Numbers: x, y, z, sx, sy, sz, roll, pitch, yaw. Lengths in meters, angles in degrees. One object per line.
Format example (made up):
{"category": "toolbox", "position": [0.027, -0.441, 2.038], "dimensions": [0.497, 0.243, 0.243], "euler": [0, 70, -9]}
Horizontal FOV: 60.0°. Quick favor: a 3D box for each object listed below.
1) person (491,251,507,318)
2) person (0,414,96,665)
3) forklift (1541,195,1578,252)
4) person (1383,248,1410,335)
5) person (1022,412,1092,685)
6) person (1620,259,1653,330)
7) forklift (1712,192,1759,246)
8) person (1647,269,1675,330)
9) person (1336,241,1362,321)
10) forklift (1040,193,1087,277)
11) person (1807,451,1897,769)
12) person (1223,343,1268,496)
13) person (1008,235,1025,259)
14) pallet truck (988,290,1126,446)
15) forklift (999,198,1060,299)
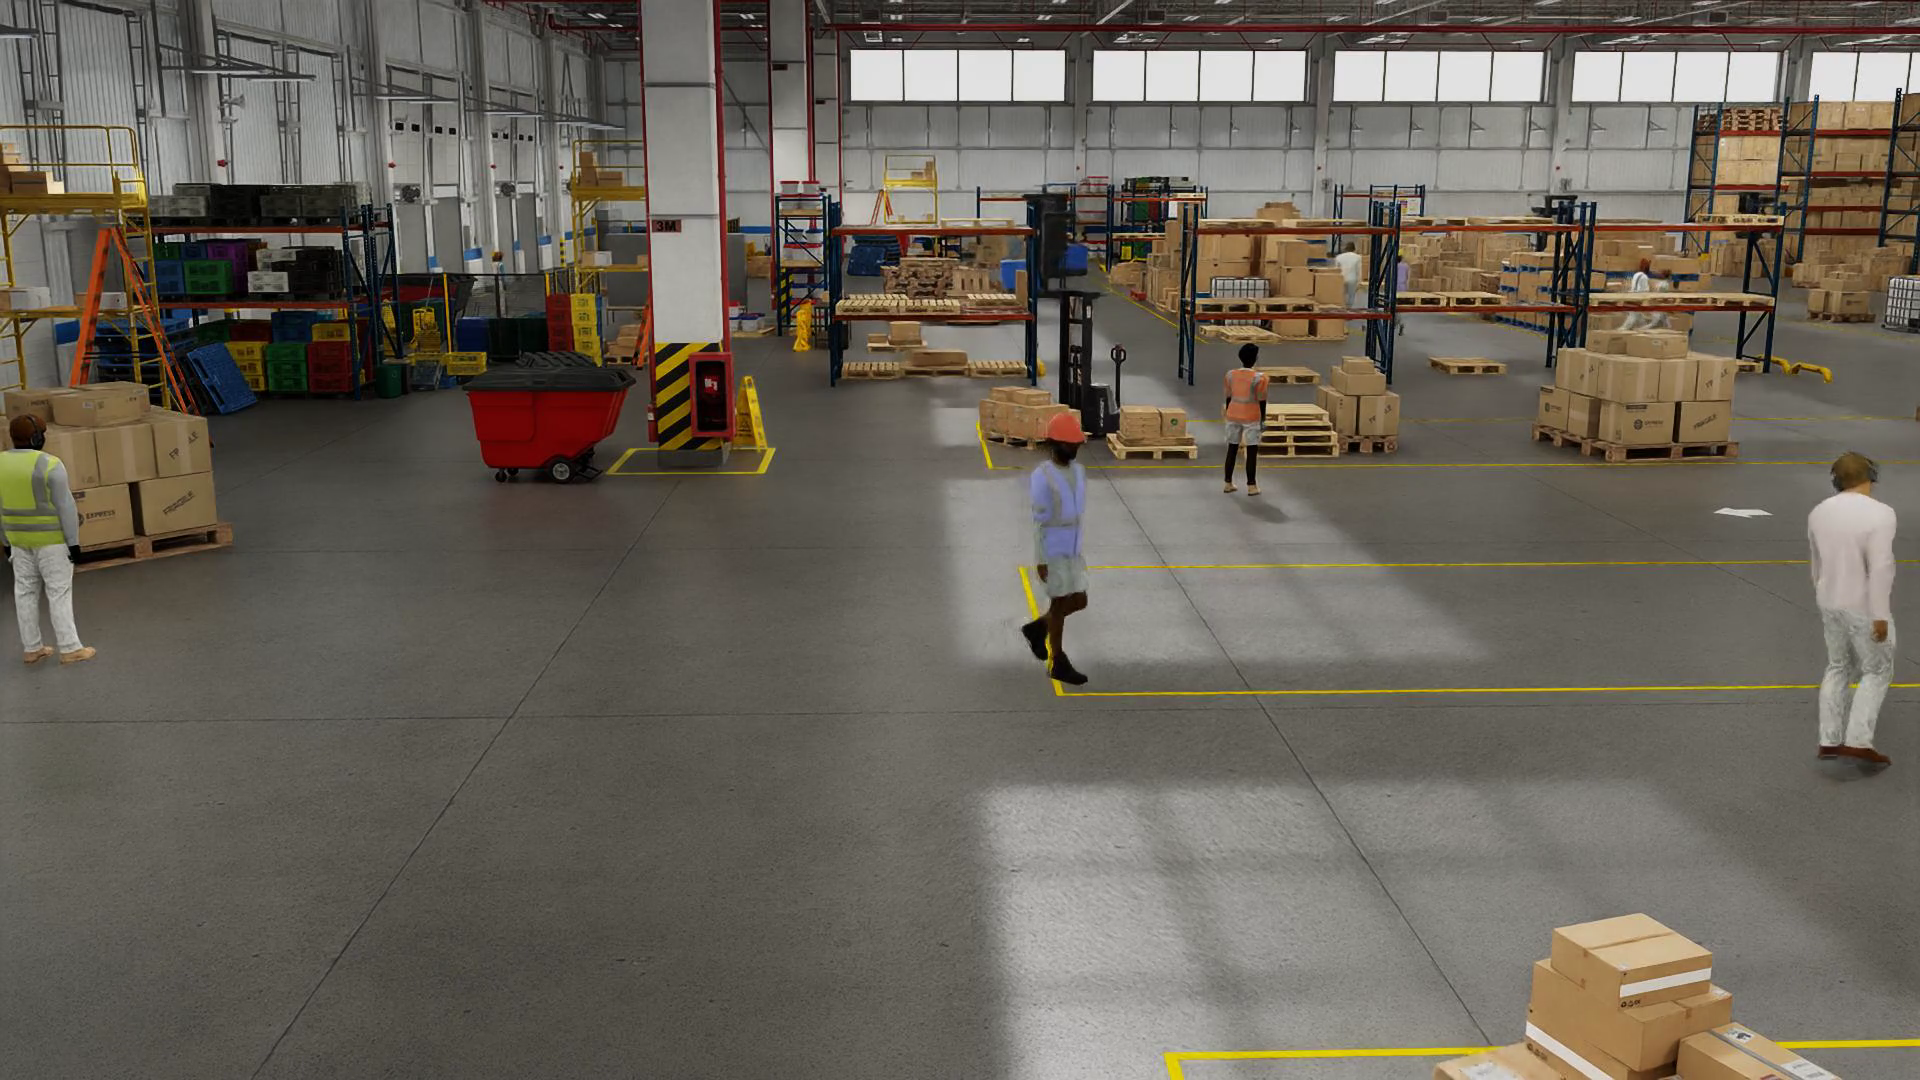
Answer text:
{"category": "person", "position": [-11.316, -6.260, 40.839], "dimensions": [0.314, 1.633, 0.519], "euler": [-11, 17, -42]}
{"category": "person", "position": [-6.672, 0.001, 12.081], "dimensions": [0.633, 1.843, 0.429], "euler": [2, 13, 7]}
{"category": "forklift", "position": [18.945, -9.513, 52.671], "dimensions": [1.129, 2.768, 1.873], "euler": [0, 12, -2]}
{"category": "person", "position": [9.651, -5.484, 36.721], "dimensions": [0.595, 1.902, 0.812], "euler": [-3, 13, -12]}
{"category": "person", "position": [0.664, 0.045, 11.703], "dimensions": [0.569, 1.921, 0.550], "euler": [12, 17, 43]}
{"category": "person", "position": [13.654, -4.740, 33.542], "dimensions": [0.942, 1.842, 0.562], "euler": [2, 13, 10]}
{"category": "forklift", "position": [28.505, -11.229, 60.418], "dimensions": [1.873, 2.768, 1.129], "euler": [0, 12, -2]}
{"category": "person", "position": [14.426, -4.769, 34.193], "dimensions": [0.879, 1.590, 0.520], "euler": [3, 13, 12]}
{"category": "person", "position": [9.359, -6.226, 40.027], "dimensions": [0.635, 1.925, 0.429], "euler": [7, 14, 30]}
{"category": "forklift", "position": [3.307, -10.338, 56.398], "dimensions": [1.873, 2.768, 1.129], "euler": [-7, 14, -28]}
{"category": "person", "position": [5.399, 0.420, 10.101], "dimensions": [0.373, 1.883, 0.725], "euler": [-4, 13, -16]}
{"category": "person", "position": [3.168, -1.340, 18.489], "dimensions": [0.533, 1.690, 0.321], "euler": [9, 16, 37]}
{"category": "person", "position": [1.759, -8.477, 50.187], "dimensions": [0.543, 1.924, 0.633], "euler": [-6, 14, -26]}
{"category": "pallet truck", "position": [1.257, -2.299, 22.111], "dimensions": [1.885, 1.965, 0.823], "euler": [-9, 15, -35]}
{"category": "forklift", "position": [2.060, -8.197, 46.732], "dimensions": [1.873, 2.768, 1.129], "euler": [0, 12, -2]}
